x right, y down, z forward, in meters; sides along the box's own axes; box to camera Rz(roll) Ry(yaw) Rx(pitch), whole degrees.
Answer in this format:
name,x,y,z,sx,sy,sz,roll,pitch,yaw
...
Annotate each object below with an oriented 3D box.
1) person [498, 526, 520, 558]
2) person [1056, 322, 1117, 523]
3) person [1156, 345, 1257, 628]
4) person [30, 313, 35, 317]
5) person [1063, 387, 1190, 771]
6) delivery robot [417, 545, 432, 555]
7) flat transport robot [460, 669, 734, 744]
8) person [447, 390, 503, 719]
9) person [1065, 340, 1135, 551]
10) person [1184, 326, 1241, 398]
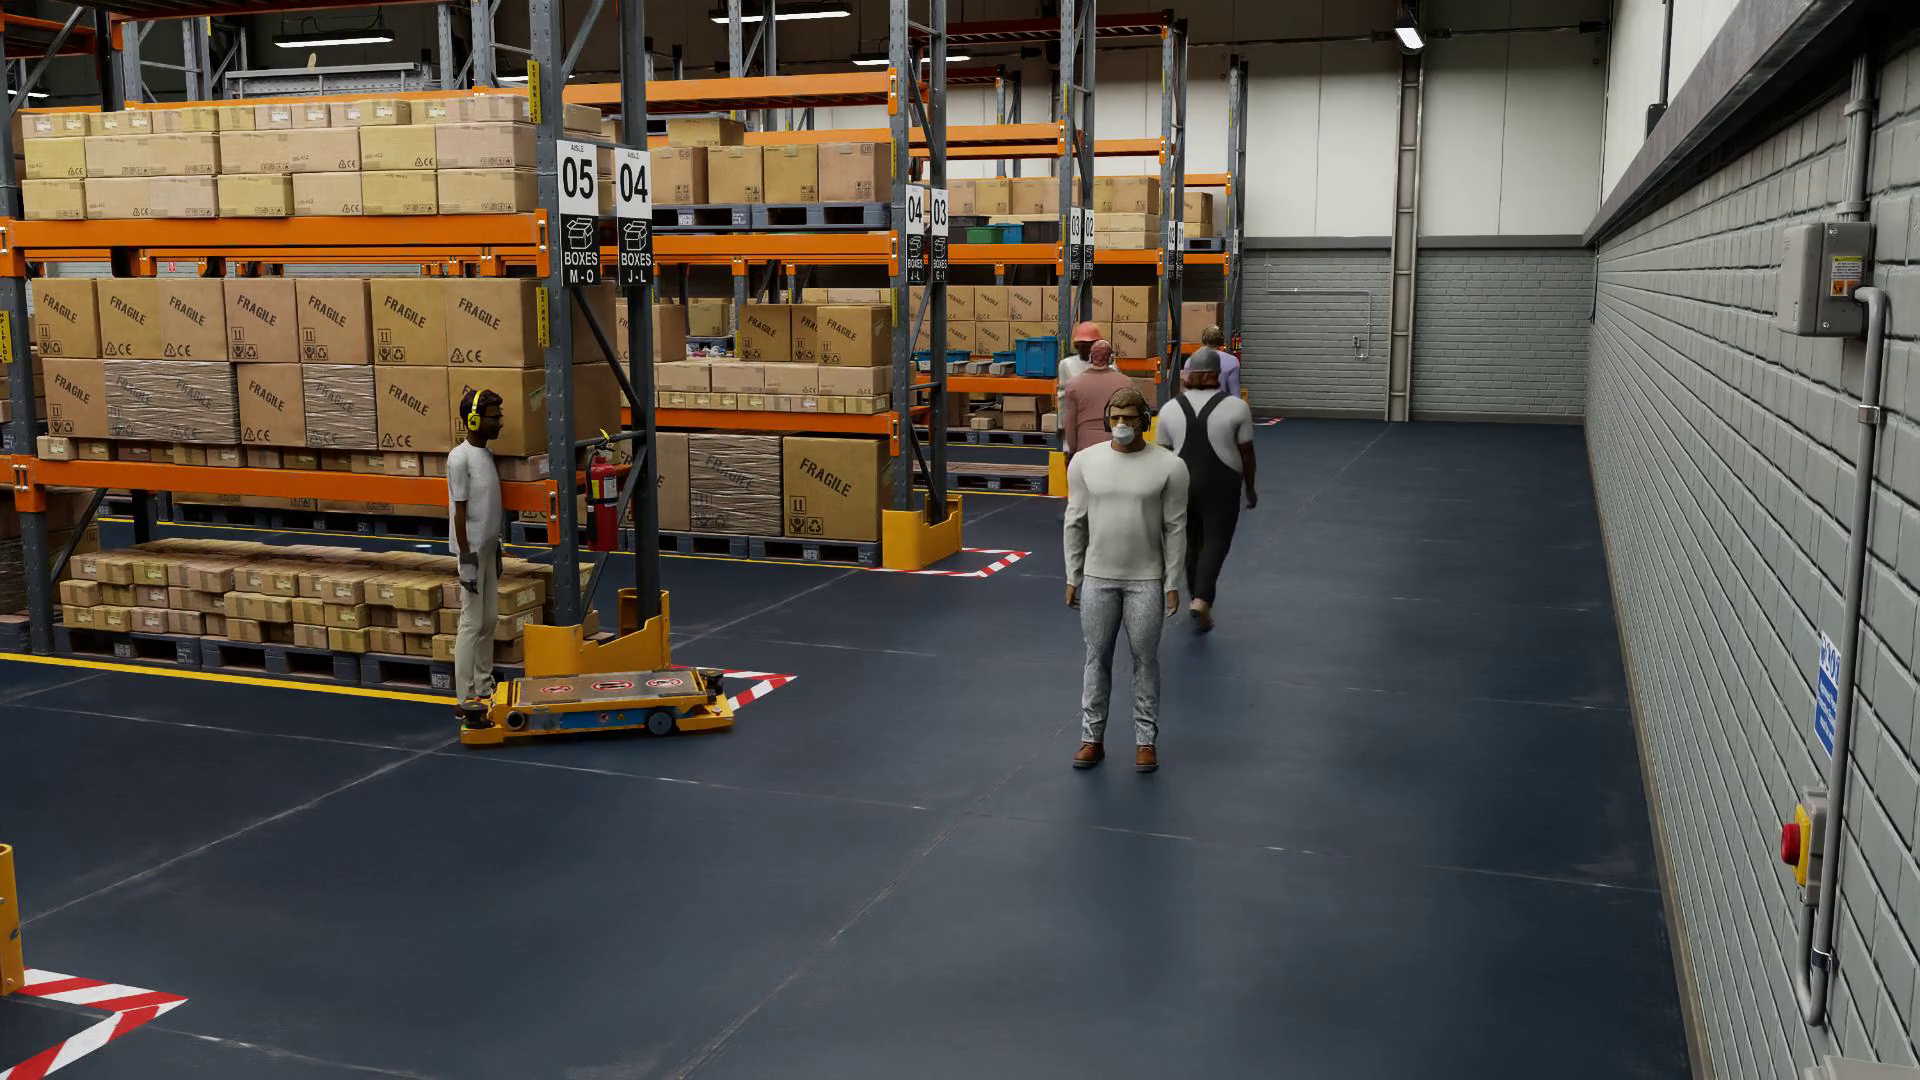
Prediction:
name,x,y,z,sx,sy,sz,roll,pitch,yaw
person,-4.034,-0.734,14.243,0.370,1.934,0.627,3,10,20
person,1.227,-1.151,16.564,0.646,2.016,0.797,3,10,18
person,1.749,-0.418,11.931,0.688,2.000,0.974,5,10,27
person,-15.765,-2.964,28.459,0.908,1.828,0.545,-5,10,-26
person,0.828,0.200,8.390,0.632,1.940,0.372,2,9,13
delivery robot,-3.830,0.277,11.922,0.707,0.478,0.477,4,10,21
flat transport robot,-2.002,0.903,9.188,1.431,0.197,0.652,-2,9,-14
person,-2.691,0.087,9.356,0.333,1.860,0.509,1,9,5
person,1.270,-0.844,15.007,0.643,1.909,0.410,1,9,7
person,2.754,-1.363,18.150,0.630,1.940,0.373,4,10,21
